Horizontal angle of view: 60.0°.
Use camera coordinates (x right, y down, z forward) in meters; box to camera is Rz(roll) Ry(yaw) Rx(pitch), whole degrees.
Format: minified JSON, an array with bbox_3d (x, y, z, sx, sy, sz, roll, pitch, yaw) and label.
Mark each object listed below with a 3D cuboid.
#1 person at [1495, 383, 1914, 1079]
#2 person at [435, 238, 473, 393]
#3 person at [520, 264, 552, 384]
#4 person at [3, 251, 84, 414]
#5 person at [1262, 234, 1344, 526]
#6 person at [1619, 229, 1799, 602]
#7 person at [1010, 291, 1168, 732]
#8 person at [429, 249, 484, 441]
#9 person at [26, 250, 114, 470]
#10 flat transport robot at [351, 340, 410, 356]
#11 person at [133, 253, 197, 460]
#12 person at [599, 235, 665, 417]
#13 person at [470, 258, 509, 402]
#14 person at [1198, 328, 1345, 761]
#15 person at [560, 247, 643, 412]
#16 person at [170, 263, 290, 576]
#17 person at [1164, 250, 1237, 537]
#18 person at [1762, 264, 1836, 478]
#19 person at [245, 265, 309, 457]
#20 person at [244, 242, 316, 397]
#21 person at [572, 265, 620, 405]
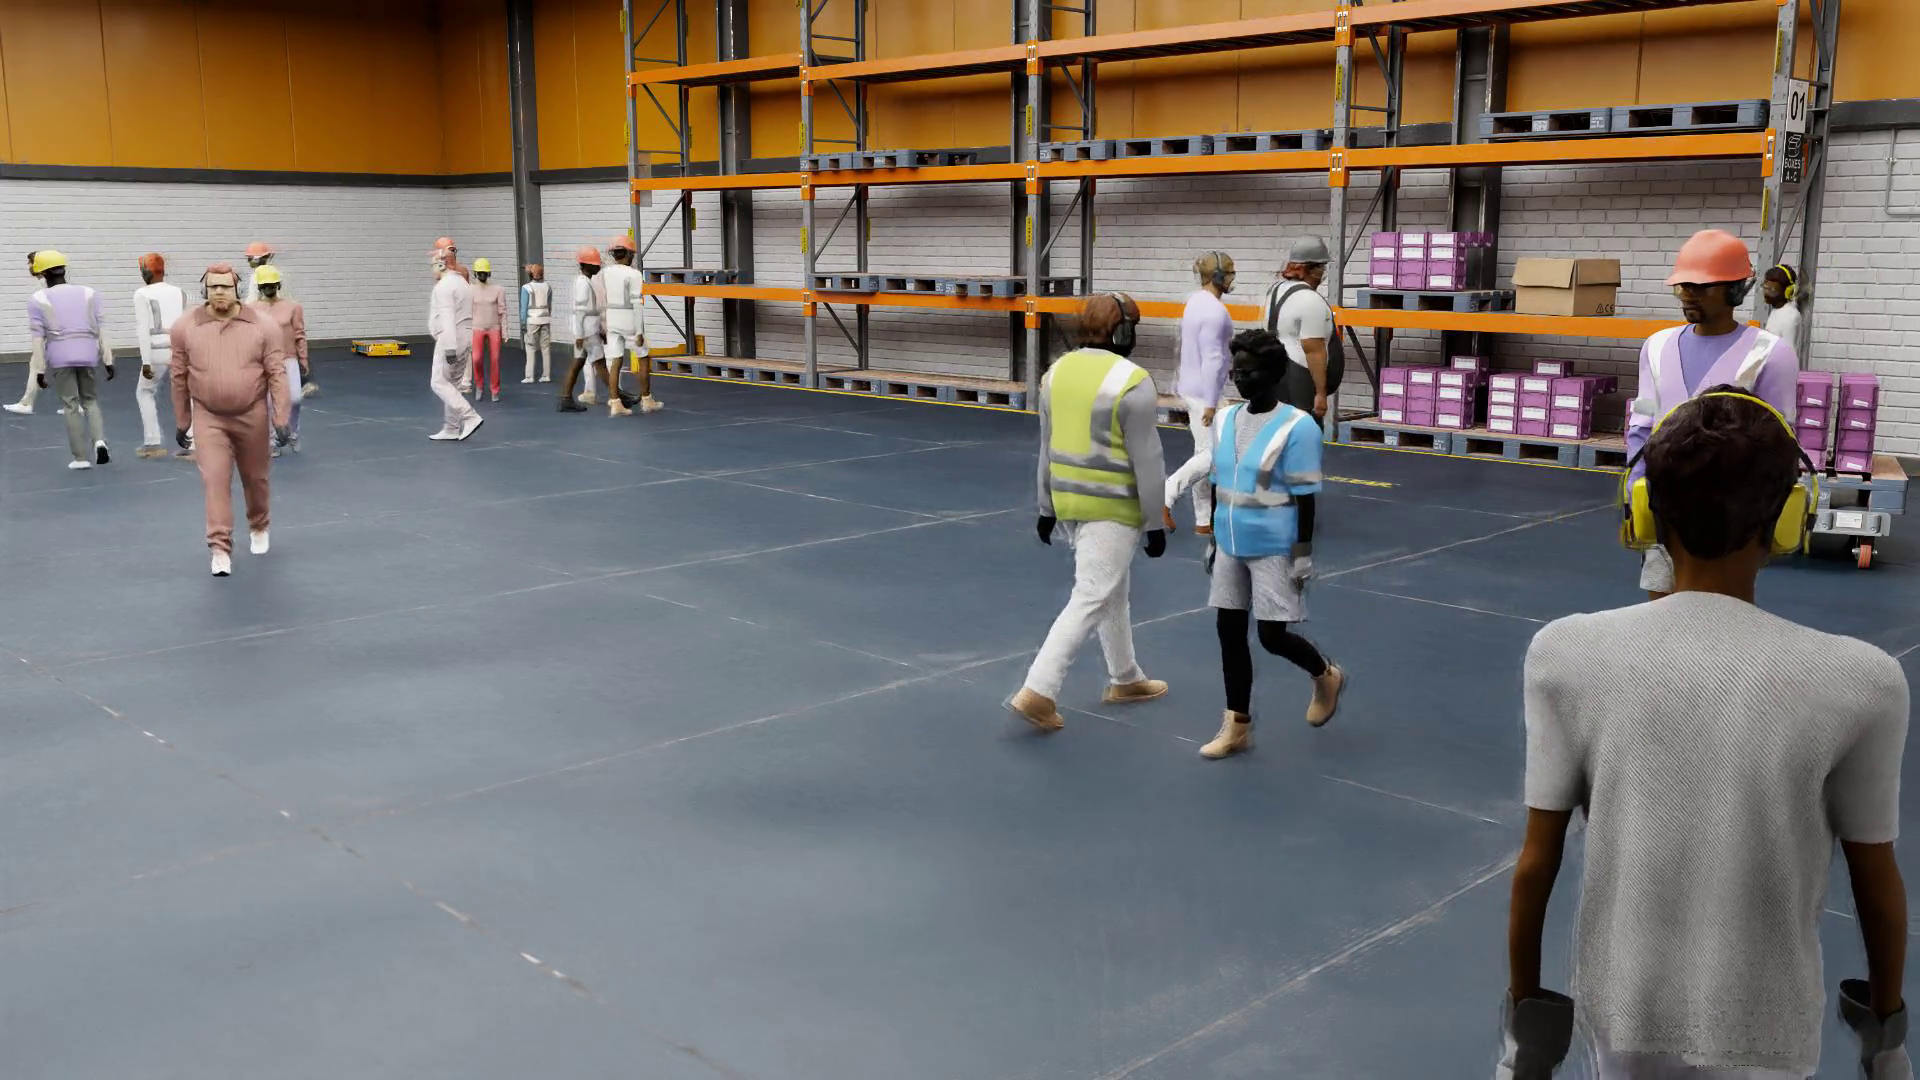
[{"bbox_3d":[1.057,0.691,2.390,0.512,1.819,0.982,9,14,40],"label":"person"},{"bbox_3d":[-6.490,-2.850,21.228,0.392,1.988,0.608,4,11,19],"label":"person"},{"bbox_3d":[-5.807,-2.960,22.802,0.349,1.638,0.522,8,13,38],"label":"person"},{"bbox_3d":[-10.430,-2.335,18.843,0.918,1.826,0.542,-1,10,-6],"label":"person"},{"bbox_3d":[2.388,-1.092,11.496,0.541,2.000,0.701,-2,11,-11],"label":"person"},{"bbox_3d":[2.743,-0.121,6.203,0.382,2.040,0.616,-8,13,-36],"label":"person"},{"bbox_3d":[0.544,-0.124,6.896,0.934,1.806,0.643,-7,13,-34],"label":"person"},{"bbox_3d":[-4.946,-1.890,16.268,0.699,1.889,0.711,1,10,5],"label":"person"},{"bbox_3d":[-7.705,-1.555,14.398,0.464,1.899,0.600,10,14,43],"label":"person"},{"bbox_3d":[-9.823,-3.262,28.162,0.652,0.197,1.431,-6,12,-31],"label":"flat transport robot"},{"bbox_3d":[-7.231,-1.648,15.006,0.737,1.855,0.593,5,12,25],"label":"person"},{"bbox_3d":[-3.685,-2.399,18.696,0.613,2.013,0.835,5,12,27],"label":"person"},{"bbox_3d":[-5.754,-2.541,20.206,0.531,1.753,0.410,-3,11,-15],"label":"person"},{"bbox_3d":[1.215,0.017,6.463,0.576,1.679,0.537,-8,13,-36],"label":"person"},{"bbox_3d":[-4.139,-2.394,19.008,0.970,1.877,0.557,-3,11,-14],"label":"person"},{"bbox_3d":[-4.481,-0.769,10.252,0.667,1.862,0.998,-4,11,-20],"label":"person"},{"bbox_3d":[1.563,-0.945,11.012,0.595,1.926,0.633,-1,10,-5],"label":"person"},{"bbox_3d":[6.006,-1.084,12.053,0.844,1.823,0.569,5,11,24],"label":"person"},{"bbox_3d":[-6.239,-1.619,15.164,0.548,1.751,0.406,-4,11,-21],"label":"person"},{"bbox_3d":[-8.548,-2.721,20.662,1.022,1.955,0.602,-1,10,-7],"label":"person"},{"bbox_3d":[-4.315,-2.496,19.766,0.680,1.804,0.760,-8,13,-38],"label":"person"}]
